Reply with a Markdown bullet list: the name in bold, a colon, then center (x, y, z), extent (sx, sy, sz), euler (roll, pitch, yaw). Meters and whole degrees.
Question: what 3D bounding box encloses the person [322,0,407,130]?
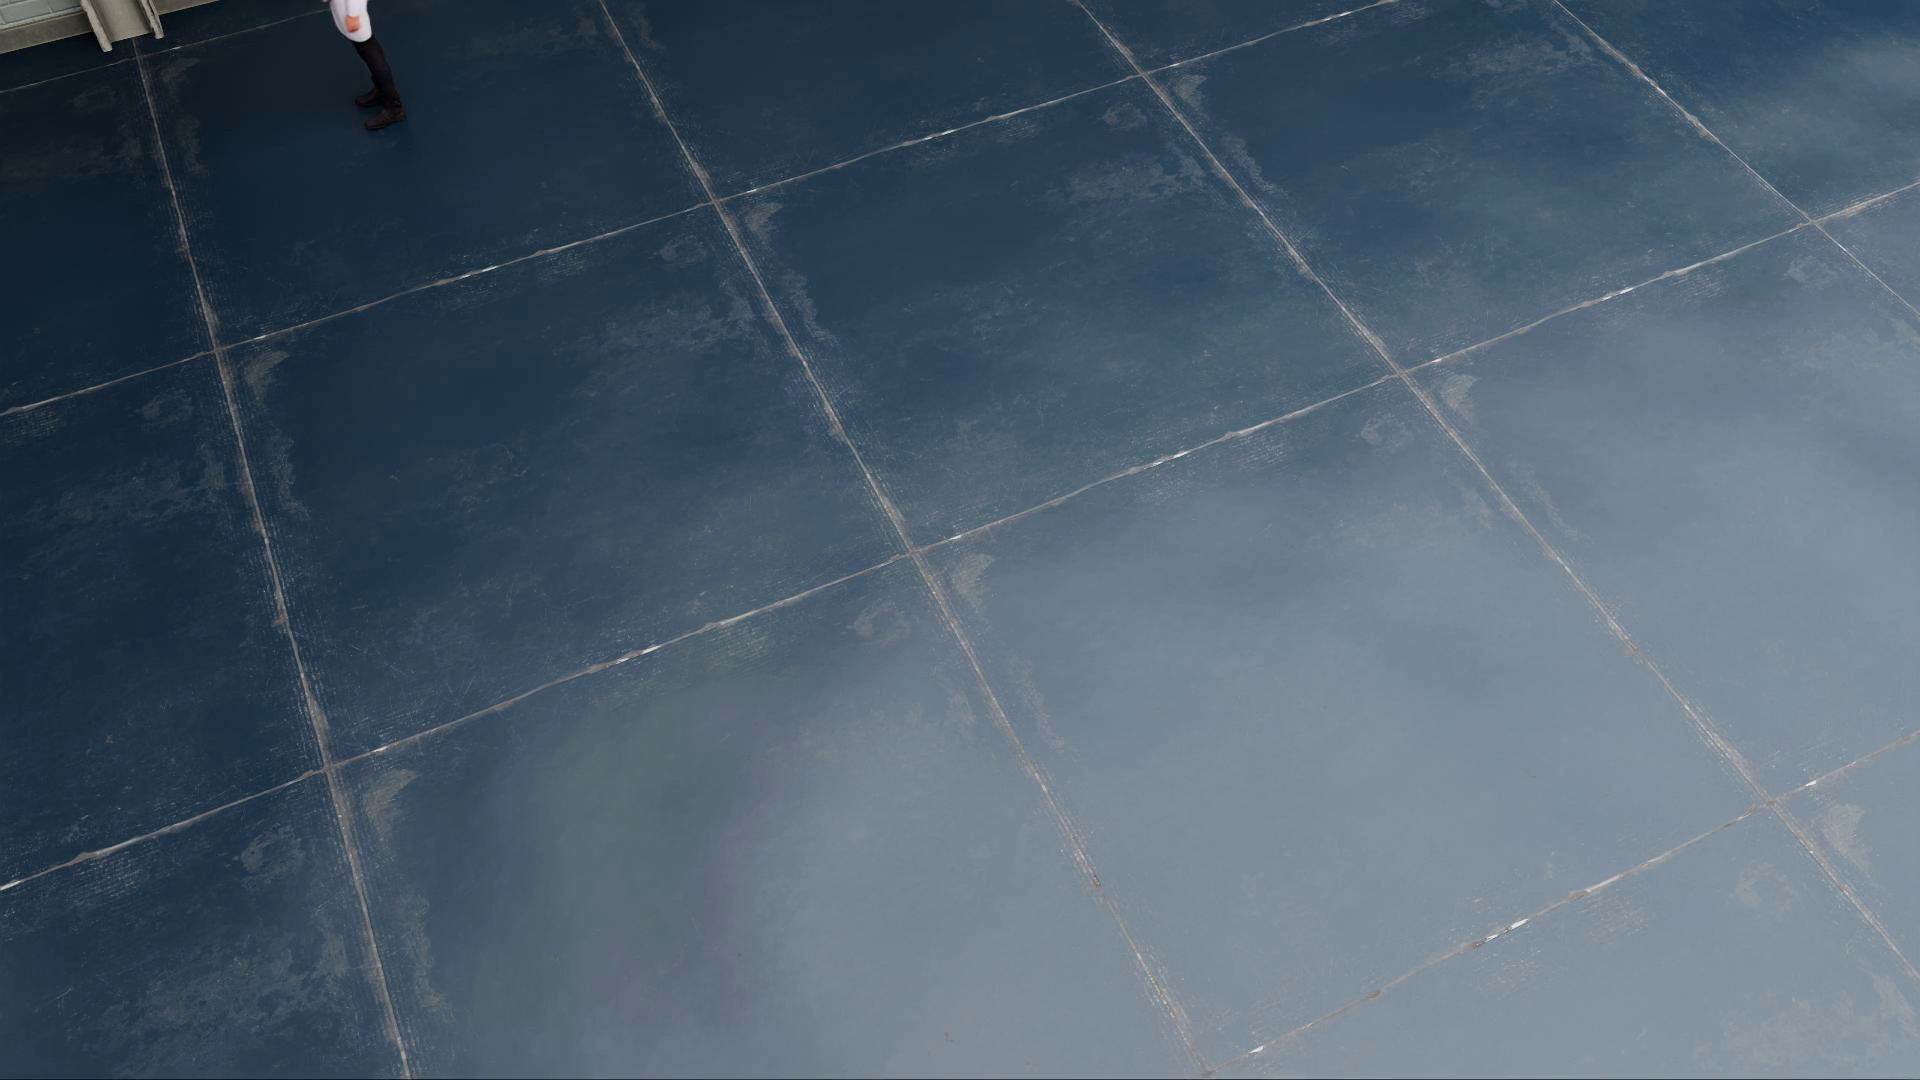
- **person**: center (-3.700, -3.308, 10.039), extent (0.591, 1.803, 0.633), euler (-17, 54, -13)
